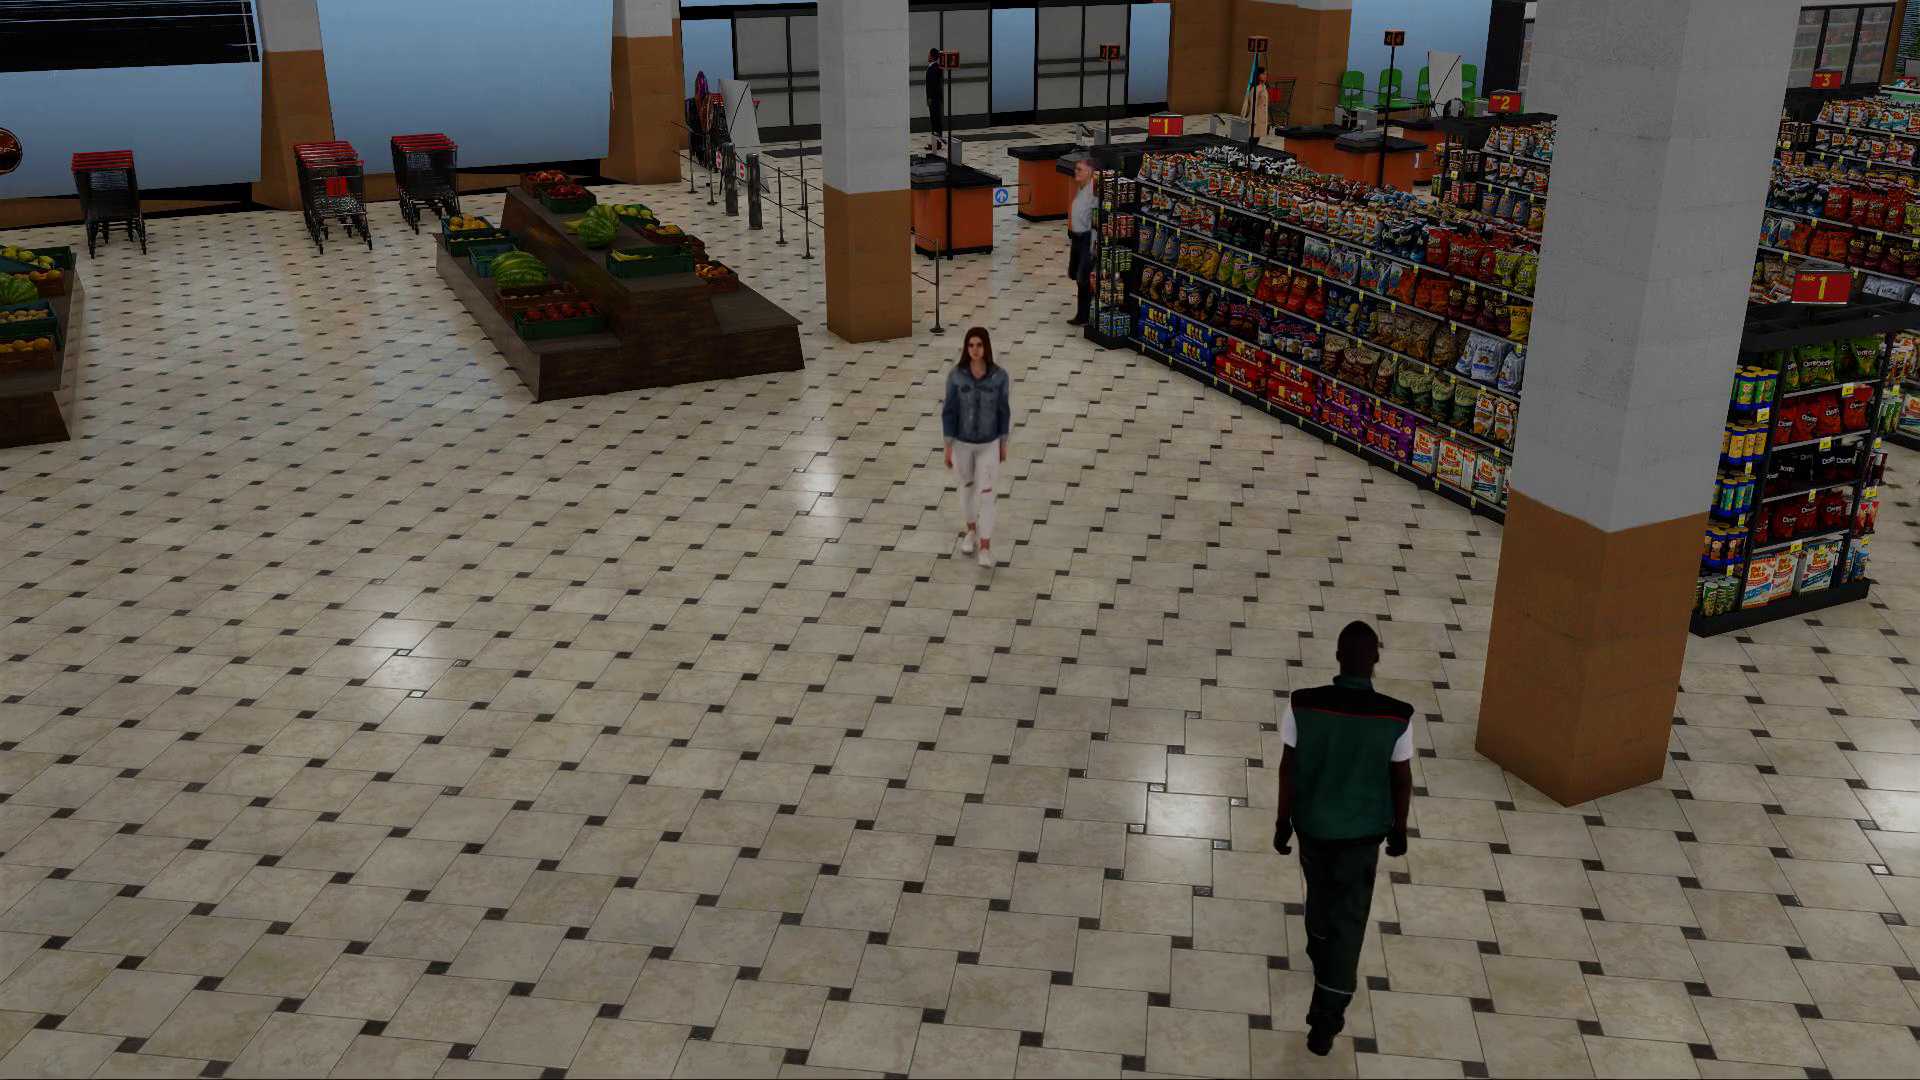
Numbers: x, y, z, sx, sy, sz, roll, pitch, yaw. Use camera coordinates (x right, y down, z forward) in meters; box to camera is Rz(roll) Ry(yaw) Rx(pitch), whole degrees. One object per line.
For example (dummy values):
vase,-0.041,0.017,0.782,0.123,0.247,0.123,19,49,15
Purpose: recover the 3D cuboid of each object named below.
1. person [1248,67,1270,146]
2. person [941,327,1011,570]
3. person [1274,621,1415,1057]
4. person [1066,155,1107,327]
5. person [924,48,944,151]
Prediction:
person,4.779,-6.761,26.810,0.747,1.680,0.725,11,24,26
person,0.107,-0.685,11.690,0.887,1.679,1.033,2,22,4
person,1.543,1.232,6.757,1.189,1.801,1.260,7,23,18
person,1.421,-3.200,17.779,0.722,1.806,0.794,-11,24,-26
person,-0.439,-7.732,29.164,0.766,1.728,0.685,6,23,14
